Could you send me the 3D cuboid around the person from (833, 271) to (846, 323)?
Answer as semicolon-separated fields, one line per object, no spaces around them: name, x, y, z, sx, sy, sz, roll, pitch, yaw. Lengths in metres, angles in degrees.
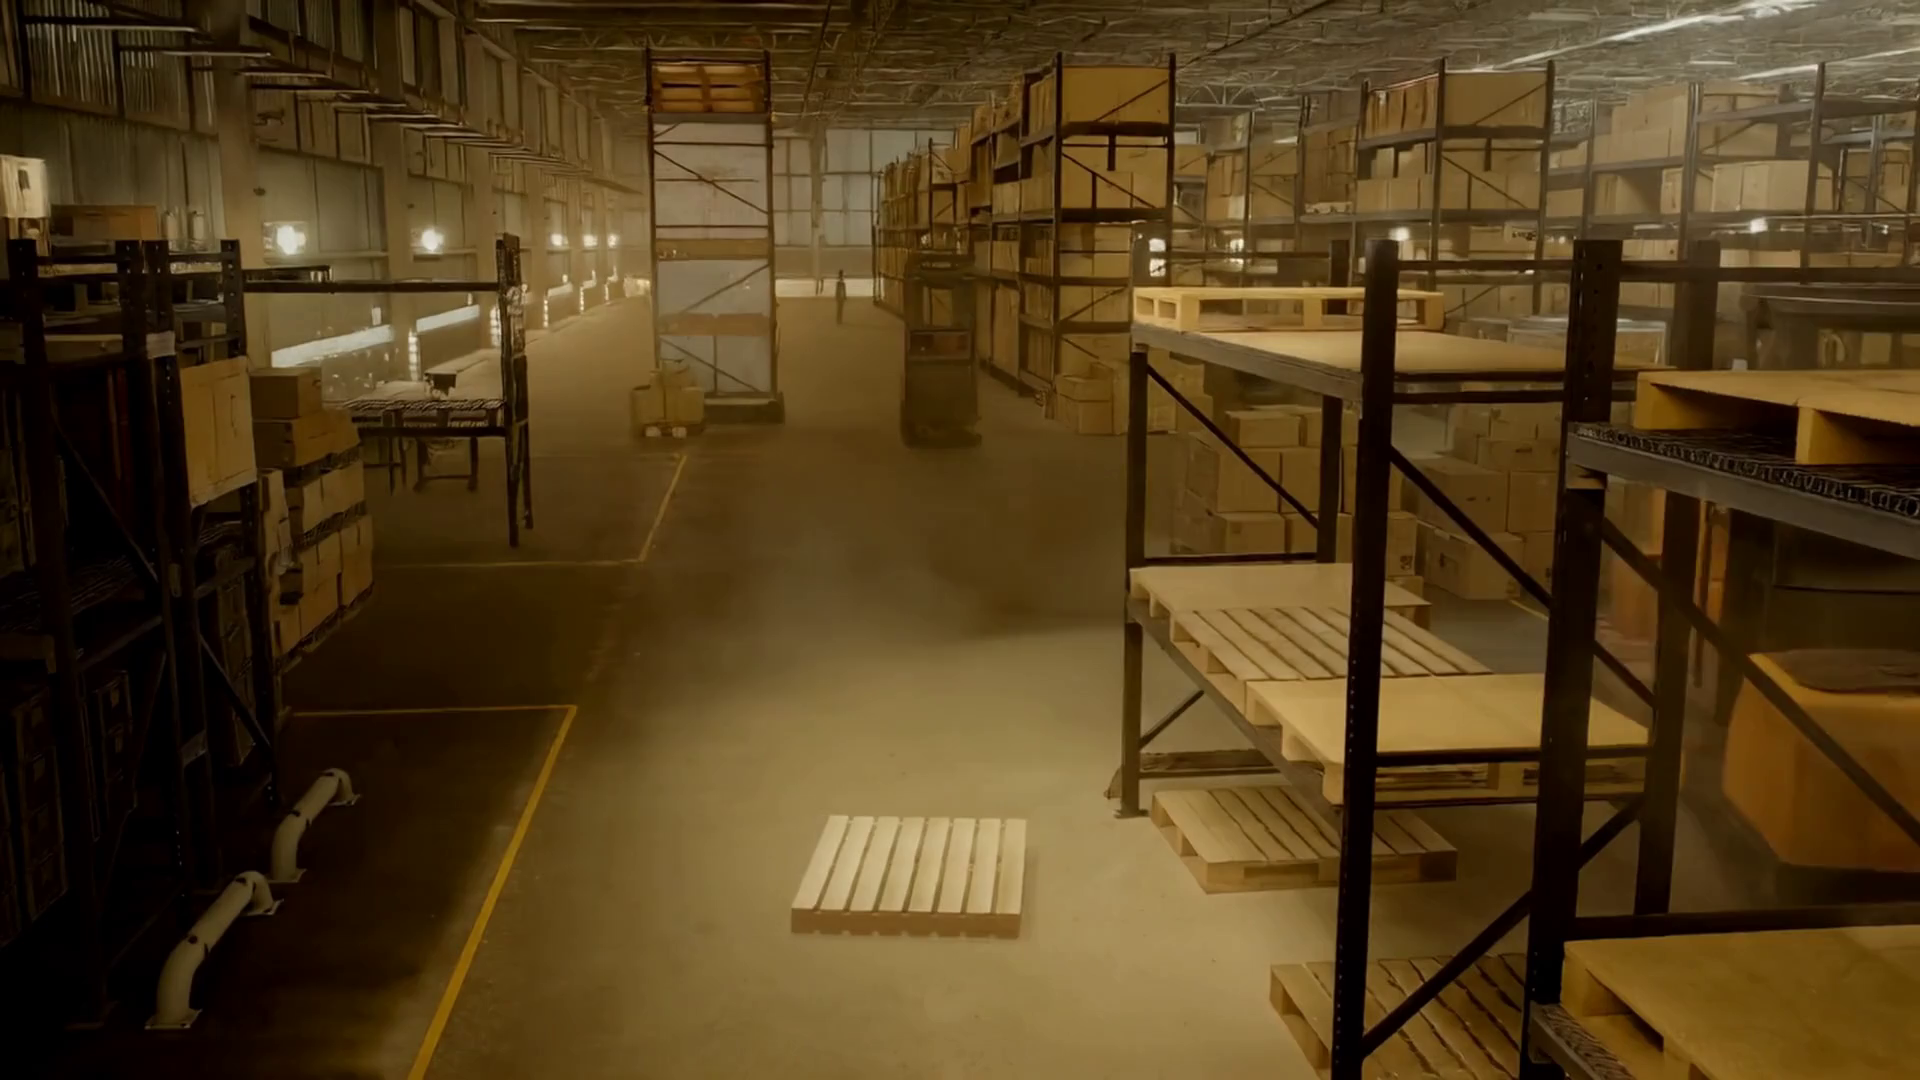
person;-4.384;-8.897;60.947;0.409;1.903;0.639;3;11;15

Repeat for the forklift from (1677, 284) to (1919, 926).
forklift;4.273;0.192;7.872;1.129;2.768;1.873;2;10;10

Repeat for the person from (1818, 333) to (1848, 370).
person;12.767;-2.306;24.412;0.385;1.911;0.592;5;12;28

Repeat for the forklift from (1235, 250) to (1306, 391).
forklift;6.628;-4.453;33.609;1.873;2.768;1.129;-1;10;-6

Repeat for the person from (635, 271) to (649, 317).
person;-12.676;-9.818;66.313;0.578;1.811;0.863;3;11;14

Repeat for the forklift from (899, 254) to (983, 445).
forklift;-0.327;-2.924;25.135;1.129;2.768;1.873;-1;10;-6

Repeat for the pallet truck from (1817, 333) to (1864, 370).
pallet truck;15.846;-3.142;28.793;1.885;1.965;0.823;2;10;12

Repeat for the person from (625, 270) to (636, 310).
person;-14.235;-10.803;71.974;0.480;1.733;0.335;-8;13;-38
